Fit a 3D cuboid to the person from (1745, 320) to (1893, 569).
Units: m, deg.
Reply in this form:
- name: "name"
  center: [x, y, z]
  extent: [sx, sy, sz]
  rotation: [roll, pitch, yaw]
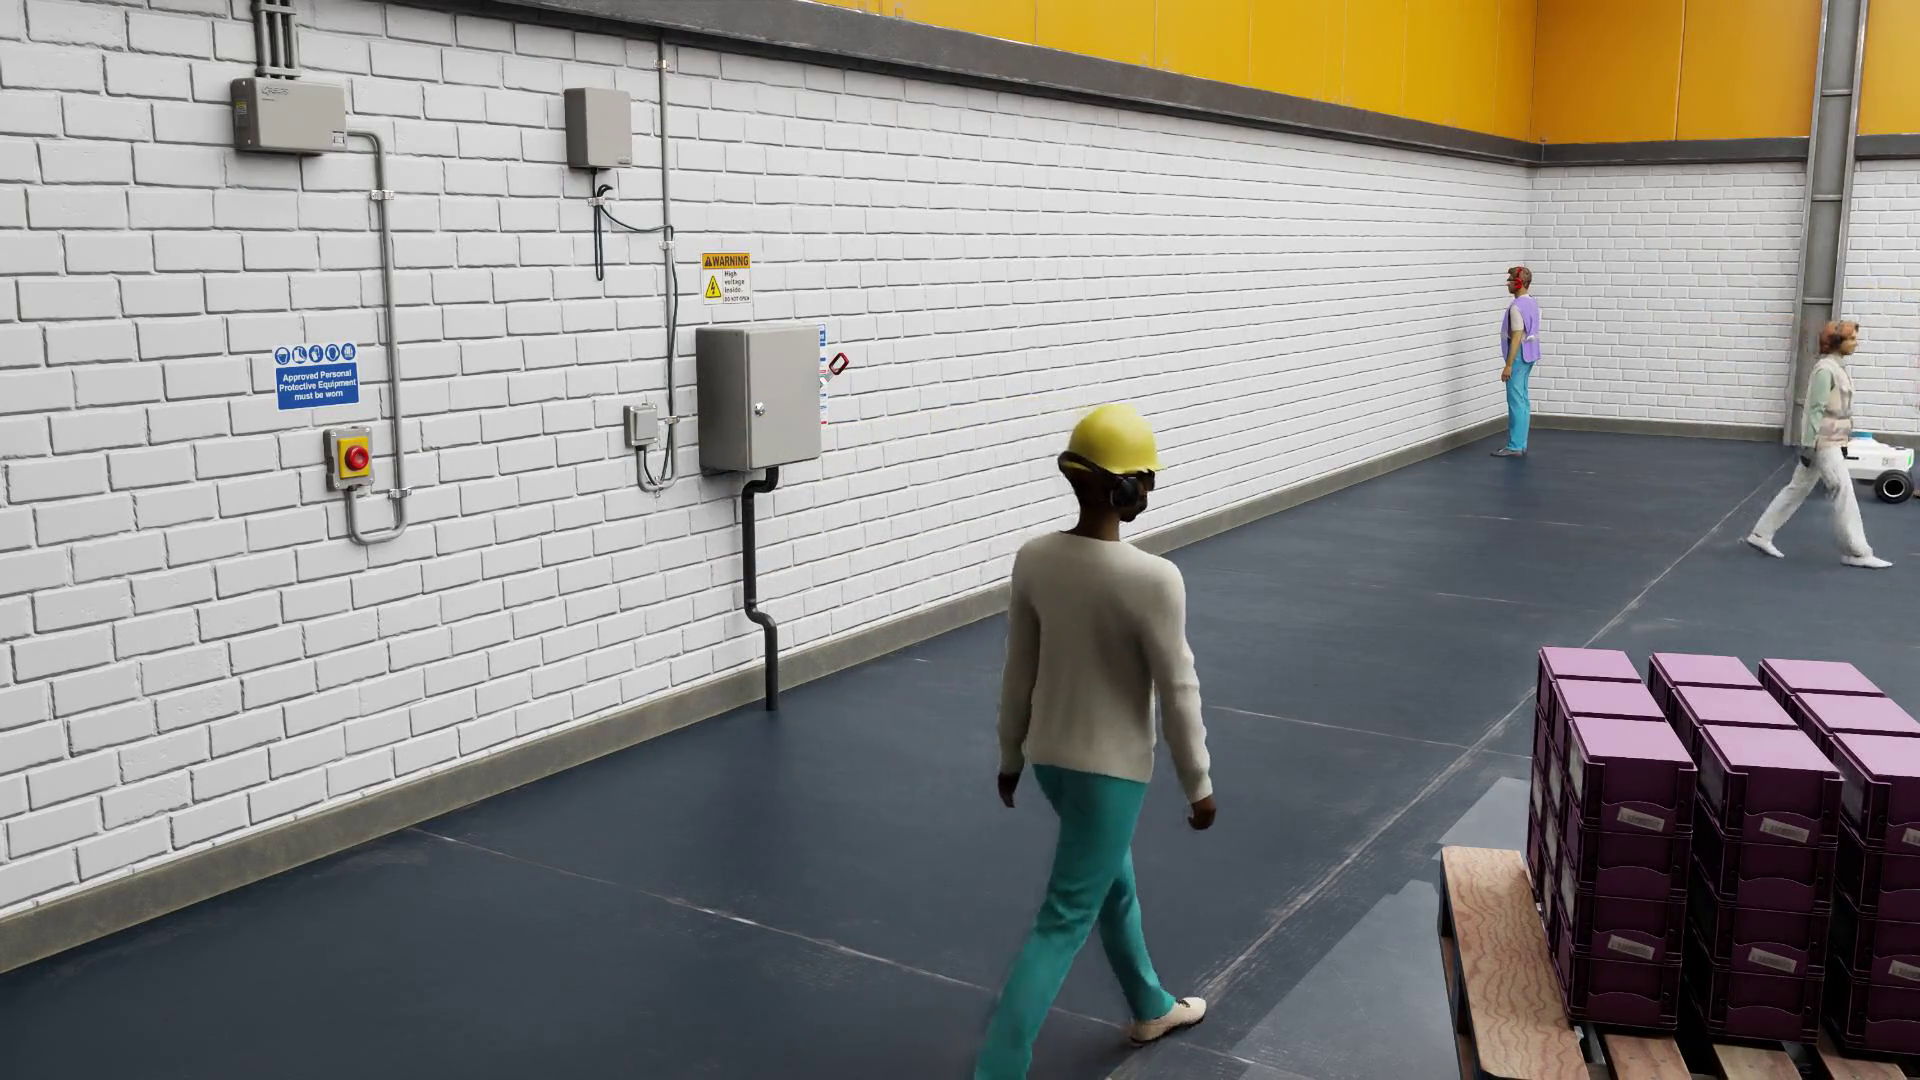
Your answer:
- name: "person"
  center: [5.608, -0.634, 10.808]
  extent: [0.881, 1.596, 0.526]
  rotation: [7, 12, 34]

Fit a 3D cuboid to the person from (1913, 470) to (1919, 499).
- name: "person"
  center: [7.932, -1.108, 13.074]
  extent: [0.541, 1.721, 0.922]
  rotation: [-4, 11, -20]

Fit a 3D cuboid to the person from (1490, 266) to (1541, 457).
- name: "person"
  center: [5.424, -1.722, 16.149]
  extent: [0.390, 1.847, 0.566]
  rotation: [6, 12, 31]

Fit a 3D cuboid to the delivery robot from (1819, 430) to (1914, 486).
- name: "delivery robot"
  center: [7.345, -0.651, 13.531]
  extent: [0.707, 0.478, 0.477]
  rotation: [5, 11, 27]

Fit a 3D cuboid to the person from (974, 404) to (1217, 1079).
- name: "person"
  center: [0.318, 0.531, 4.036]
  extent: [0.925, 1.718, 0.534]
  rotation: [-8, 13, -37]
